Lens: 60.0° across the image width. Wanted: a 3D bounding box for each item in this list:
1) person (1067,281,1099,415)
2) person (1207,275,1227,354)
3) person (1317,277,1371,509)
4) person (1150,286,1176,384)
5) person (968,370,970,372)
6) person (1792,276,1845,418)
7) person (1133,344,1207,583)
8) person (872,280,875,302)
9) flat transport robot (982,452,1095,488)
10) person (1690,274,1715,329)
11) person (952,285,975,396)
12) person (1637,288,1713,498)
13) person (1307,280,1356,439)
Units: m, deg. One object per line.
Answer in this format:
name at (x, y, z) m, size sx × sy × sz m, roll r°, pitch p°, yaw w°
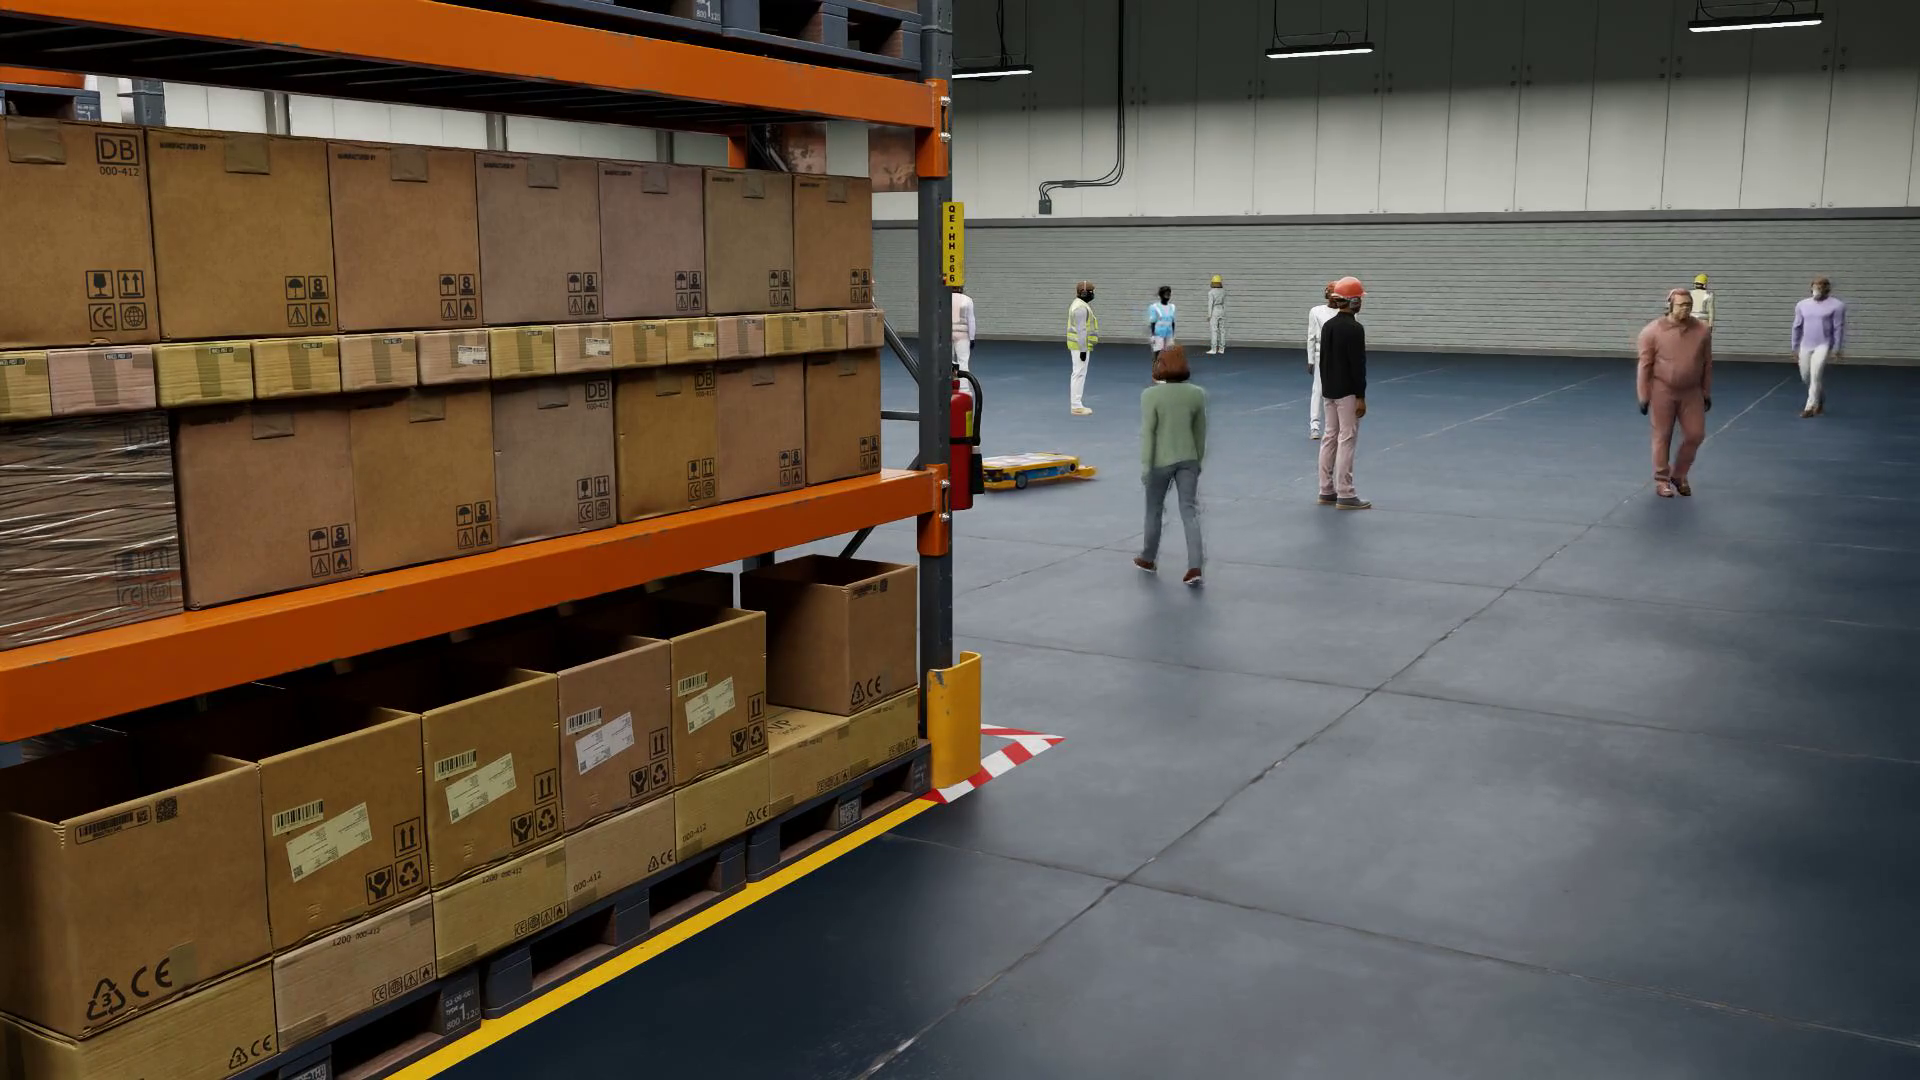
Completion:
person at (1.689, -2.638, 22.908) m, size 0.430 × 1.836 × 0.628 m, roll 0°, pitch 10°, yaw 1°
person at (5.732, -5.040, 37.218) m, size 0.483 × 1.745 × 0.303 m, roll -6°, pitch 11°, yaw -30°
person at (3.329, -1.269, 14.396) m, size 0.373 × 1.997 × 0.618 m, roll -3°, pitch 10°, yaw -19°
person at (3.426, -3.474, 28.226) m, size 0.531 × 1.680 × 0.407 m, roll -4°, pitch 11°, yaw -25°
person at (-0.048, -3.949, 30.968) m, size 0.540 × 1.696 × 0.316 m, roll 3°, pitch 10°, yaw 16°
person at (11.668, -2.625, 22.595) m, size 0.831 × 1.920 × 0.640 m, roll -8°, pitch 13°, yaw -39°
person at (1.438, -0.517, 11.188) m, size 0.522 × 1.591 × 0.865 m, roll -3°, pitch 10°, yaw -17°
person at (-1.480, -3.202, 25.885) m, size 0.360 × 1.939 × 0.543 m, roll 6°, pitch 11°, yaw 30°
flat transport robot at (0.585, -0.679, 15.988) m, size 1.431 × 0.197 × 0.652 m, roll -9°, pitch 13°, yaw -44°
person at (13.958, -4.103, 31.469) m, size 0.591 × 1.834 × 0.404 m, roll 9°, pitch 13°, yaw 41°
person at (-0.056, -3.124, 25.719) m, size 0.634 × 1.839 × 0.429 m, roll 4°, pitch 10°, yaw 21°
person at (6.452, -1.319, 14.984) m, size 0.684 × 1.891 × 0.436 m, roll 1°, pitch 10°, yaw 4°
person at (4.417, -2.137, 19.807) m, size 0.572 × 1.885 × 0.355 m, roll 0°, pitch 10°, yaw -1°
